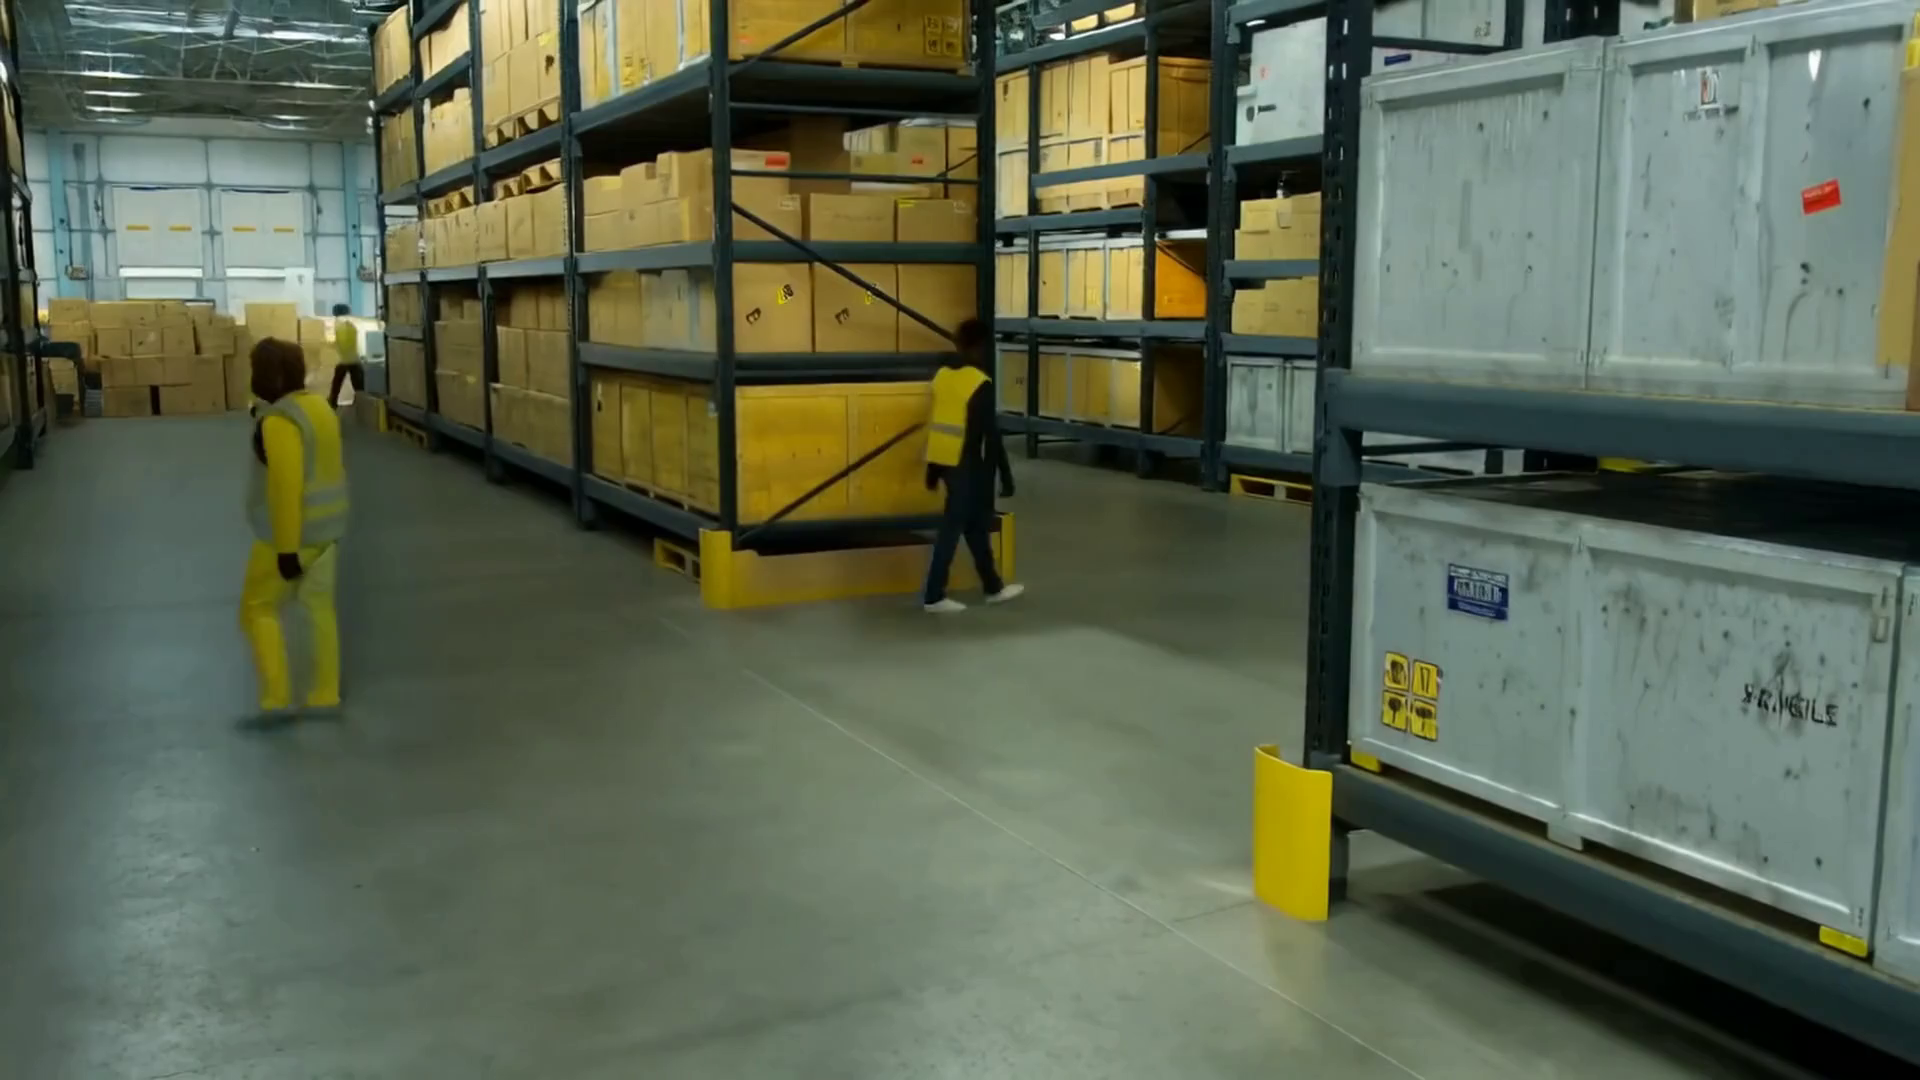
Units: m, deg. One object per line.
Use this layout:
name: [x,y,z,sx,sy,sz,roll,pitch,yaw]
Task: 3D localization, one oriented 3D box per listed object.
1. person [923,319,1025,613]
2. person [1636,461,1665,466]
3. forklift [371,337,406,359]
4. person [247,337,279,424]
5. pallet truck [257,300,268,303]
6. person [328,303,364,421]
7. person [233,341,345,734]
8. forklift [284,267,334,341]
person: [0.128,-0.477,10.790,0.920,1.877,0.617,-4,9,-28]
person: [5.225,-0.588,12.409,0.286,1.636,0.497,-4,9,-23]
forklift: [-9.287,-3.606,28.953,1.129,2.768,1.873,3,9,18]
person: [-7.655,-1.462,18.532,0.512,1.609,0.755,-3,9,-21]
pallet truck: [-23.913,-7.404,58.171,1.885,1.965,0.823,-1,8,-9]
person: [-10.163,-2.906,27.307,0.616,1.946,0.966,5,10,31]
person: [-3.196,-0.016,7.815,0.581,1.825,0.645,0,8,3]
forklift: [-16.872,-5.598,42.692,1.129,2.768,1.873,7,11,39]
